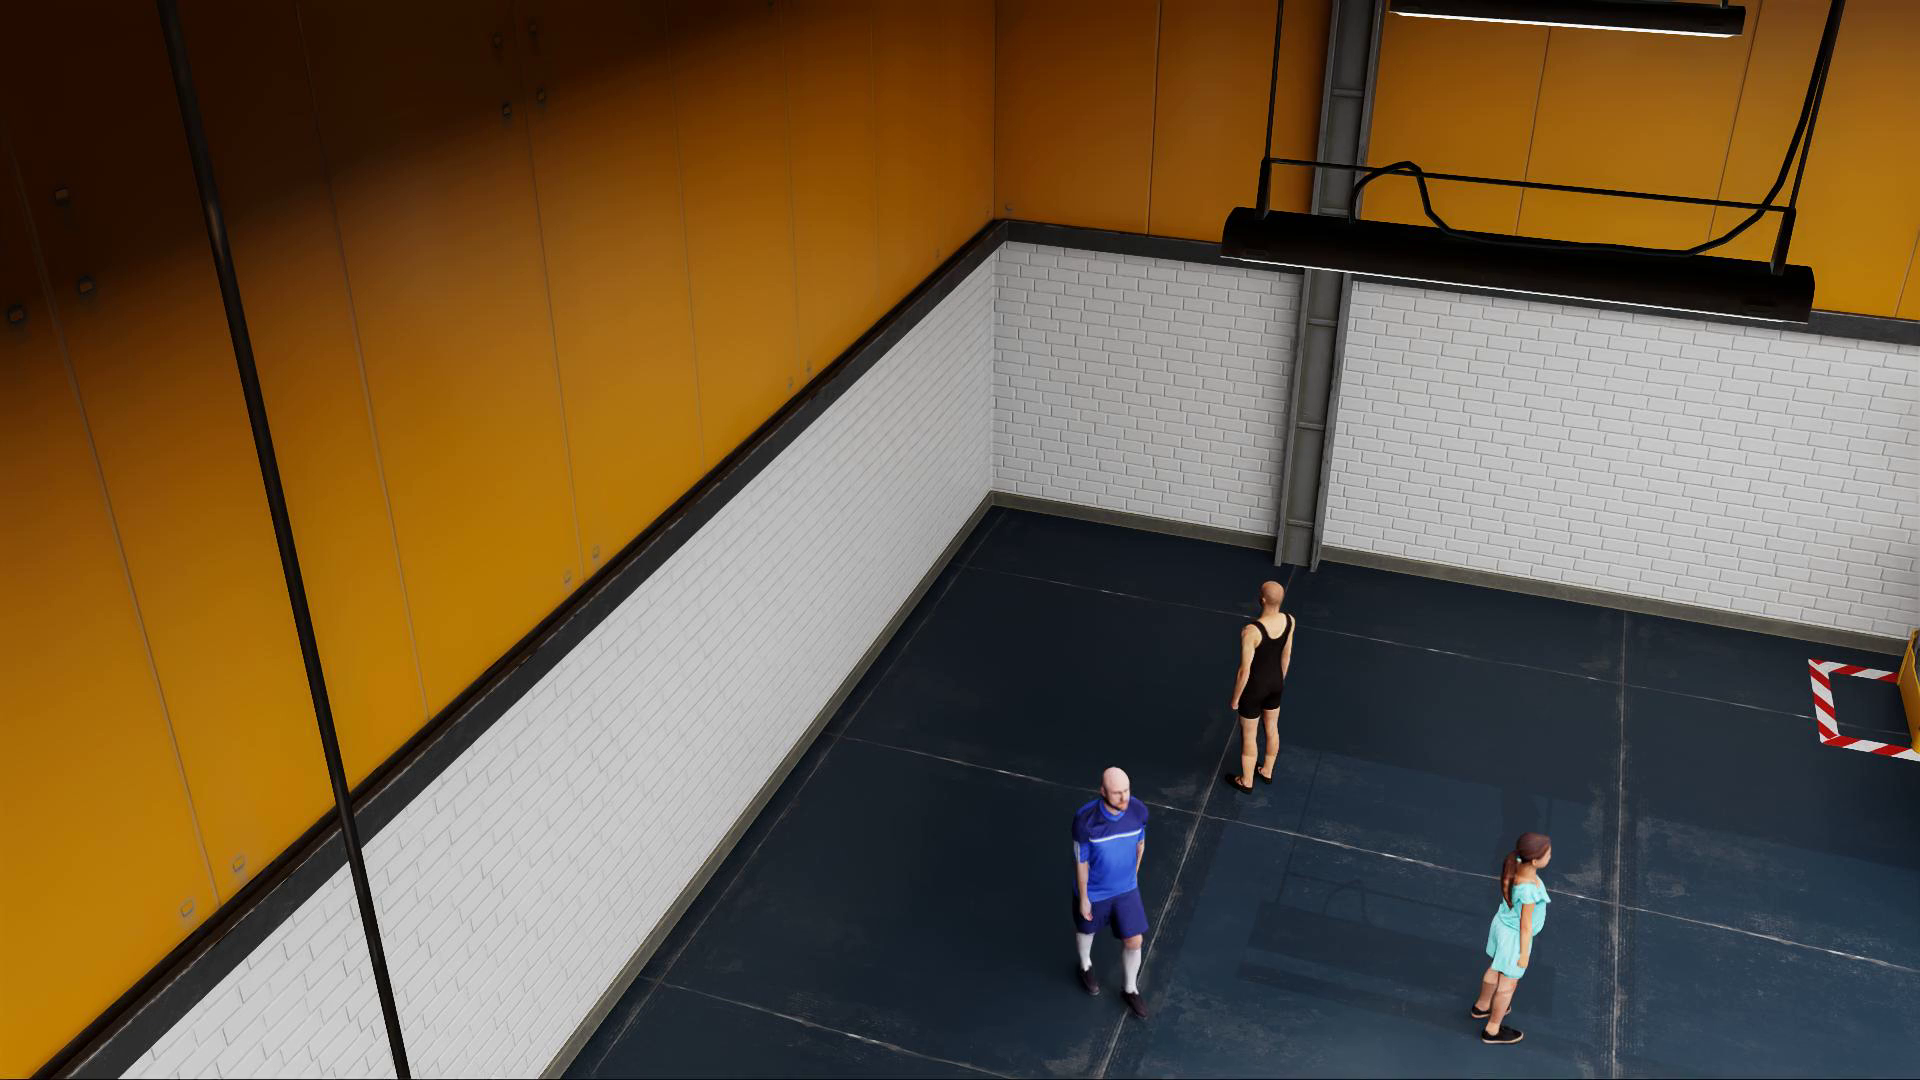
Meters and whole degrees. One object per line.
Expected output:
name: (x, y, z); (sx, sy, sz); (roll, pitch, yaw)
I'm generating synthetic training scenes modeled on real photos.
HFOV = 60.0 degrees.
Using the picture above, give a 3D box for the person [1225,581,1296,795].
person: (2.285, 1.109, 12.574); (0.707, 1.816, 0.733); (-16, 33, -27)

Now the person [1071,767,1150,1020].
person: (0.897, 2.162, 10.644); (0.941, 1.817, 0.981); (-8, 30, -14)

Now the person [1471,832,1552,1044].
person: (3.451, 2.456, 10.376); (0.617, 1.557, 0.610); (0, 29, 0)
